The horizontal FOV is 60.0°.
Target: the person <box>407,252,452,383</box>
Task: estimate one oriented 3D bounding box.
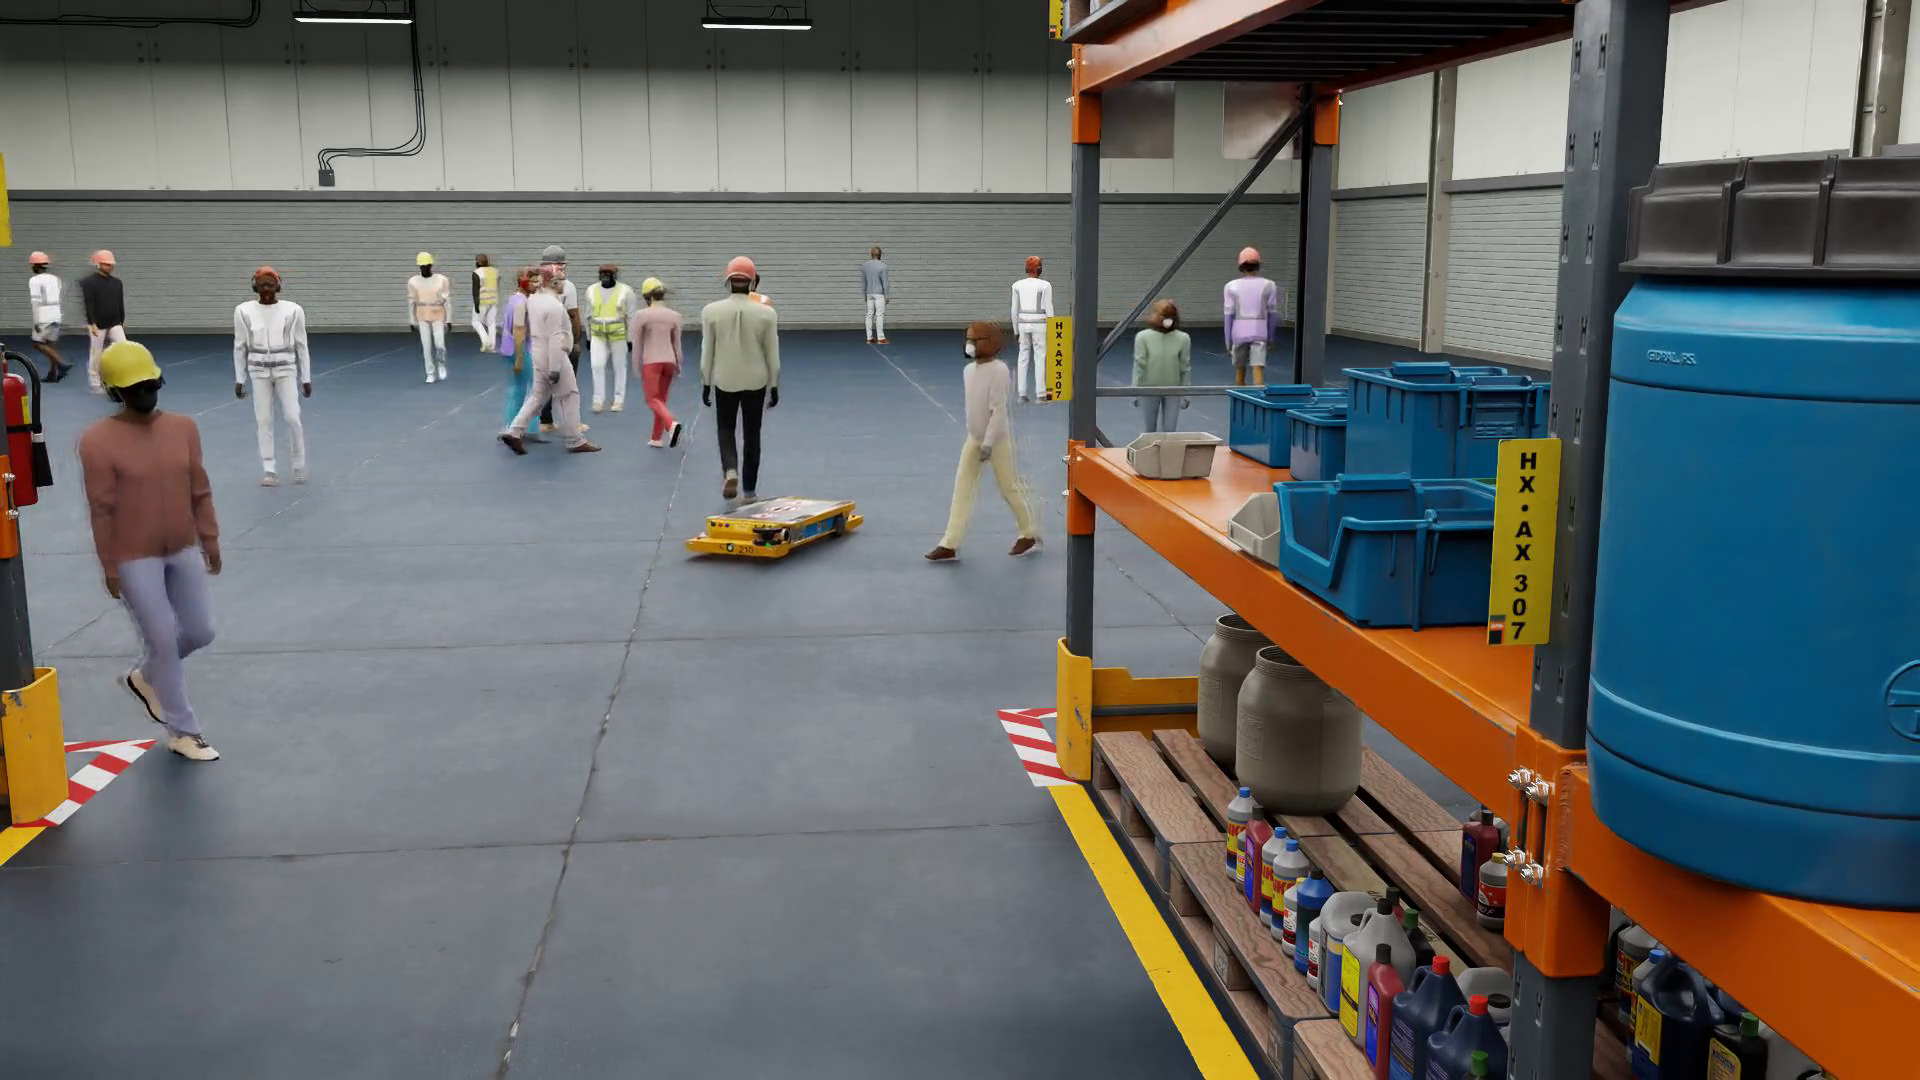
[{"bbox_3d":[-7.752,-3.243,24.304,0.607,1.910,0.409,-1,10,-7],"label":"person"}]

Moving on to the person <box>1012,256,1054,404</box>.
[{"bbox_3d":[0.941,-2.684,21.323,0.578,1.883,0.353,6,12,28],"label":"person"}]

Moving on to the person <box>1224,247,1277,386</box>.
[{"bbox_3d":[3.317,-2.342,19.069,0.600,2.021,0.877,2,10,9],"label":"person"}]

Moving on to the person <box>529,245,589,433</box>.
[{"bbox_3d":[-4.396,-2.191,18.185,0.678,2.000,0.536,5,11,26],"label":"person"}]

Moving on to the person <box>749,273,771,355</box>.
[{"bbox_3d":[-2.814,-2.789,22.482,0.534,1.667,0.779,0,10,-3],"label":"person"}]

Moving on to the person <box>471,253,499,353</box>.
[{"bbox_3d":[-8.713,-4.335,30.526,0.438,1.830,0.638,7,12,32],"label":"person"}]

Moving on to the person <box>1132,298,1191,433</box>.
[{"bbox_3d":[1.721,-1.281,14.373,0.509,1.615,0.528,-1,10,-7],"label":"person"}]

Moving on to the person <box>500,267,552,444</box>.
[{"bbox_3d":[-4.449,-1.890,17.148,0.587,1.815,0.556,-4,11,-21],"label":"person"}]

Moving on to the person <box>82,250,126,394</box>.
[{"bbox_3d":[-11.492,-2.921,22.445,1.013,1.939,0.633,6,12,30],"label":"person"}]

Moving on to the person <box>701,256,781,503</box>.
[{"bbox_3d":[-1.742,-1.266,13.285,0.639,1.974,0.480,-1,10,-5],"label":"person"}]

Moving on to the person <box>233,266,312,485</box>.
[{"bbox_3d":[-5.931,-1.415,14.361,0.602,1.881,0.364,-2,11,-13],"label":"person"}]

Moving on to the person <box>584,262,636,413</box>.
[{"bbox_3d":[-4.263,-2.431,20.105,0.661,1.815,0.784,1,10,5],"label":"person"}]

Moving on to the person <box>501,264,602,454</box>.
[{"bbox_3d":[-4.059,-1.759,16.306,0.908,1.875,0.665,-7,13,-35],"label":"person"}]

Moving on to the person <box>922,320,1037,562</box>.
[{"bbox_3d":[0.169,-0.653,10.996,0.847,1.589,0.504,-8,13,-37],"label":"person"}]

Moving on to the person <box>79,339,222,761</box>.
[{"bbox_3d":[-3.317,0.046,6.761,0.542,1.739,0.543,6,12,30],"label":"person"}]

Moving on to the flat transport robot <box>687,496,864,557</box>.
[{"bbox_3d":[-1.264,-0.112,11.640,0.652,0.197,1.431,4,11,21],"label":"flat transport robot"}]

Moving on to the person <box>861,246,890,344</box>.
[{"bbox_3d":[-1.669,-4.871,33.153,0.635,1.938,0.359,7,12,34],"label":"person"}]

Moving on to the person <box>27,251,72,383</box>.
[{"bbox_3d":[-13.271,-3.235,24.246,0.556,1.924,0.553,3,11,14],"label":"person"}]

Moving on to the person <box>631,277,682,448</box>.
[{"bbox_3d":[-2.991,-1.758,16.676,0.541,1.732,0.687,-8,13,-38],"label":"person"}]
